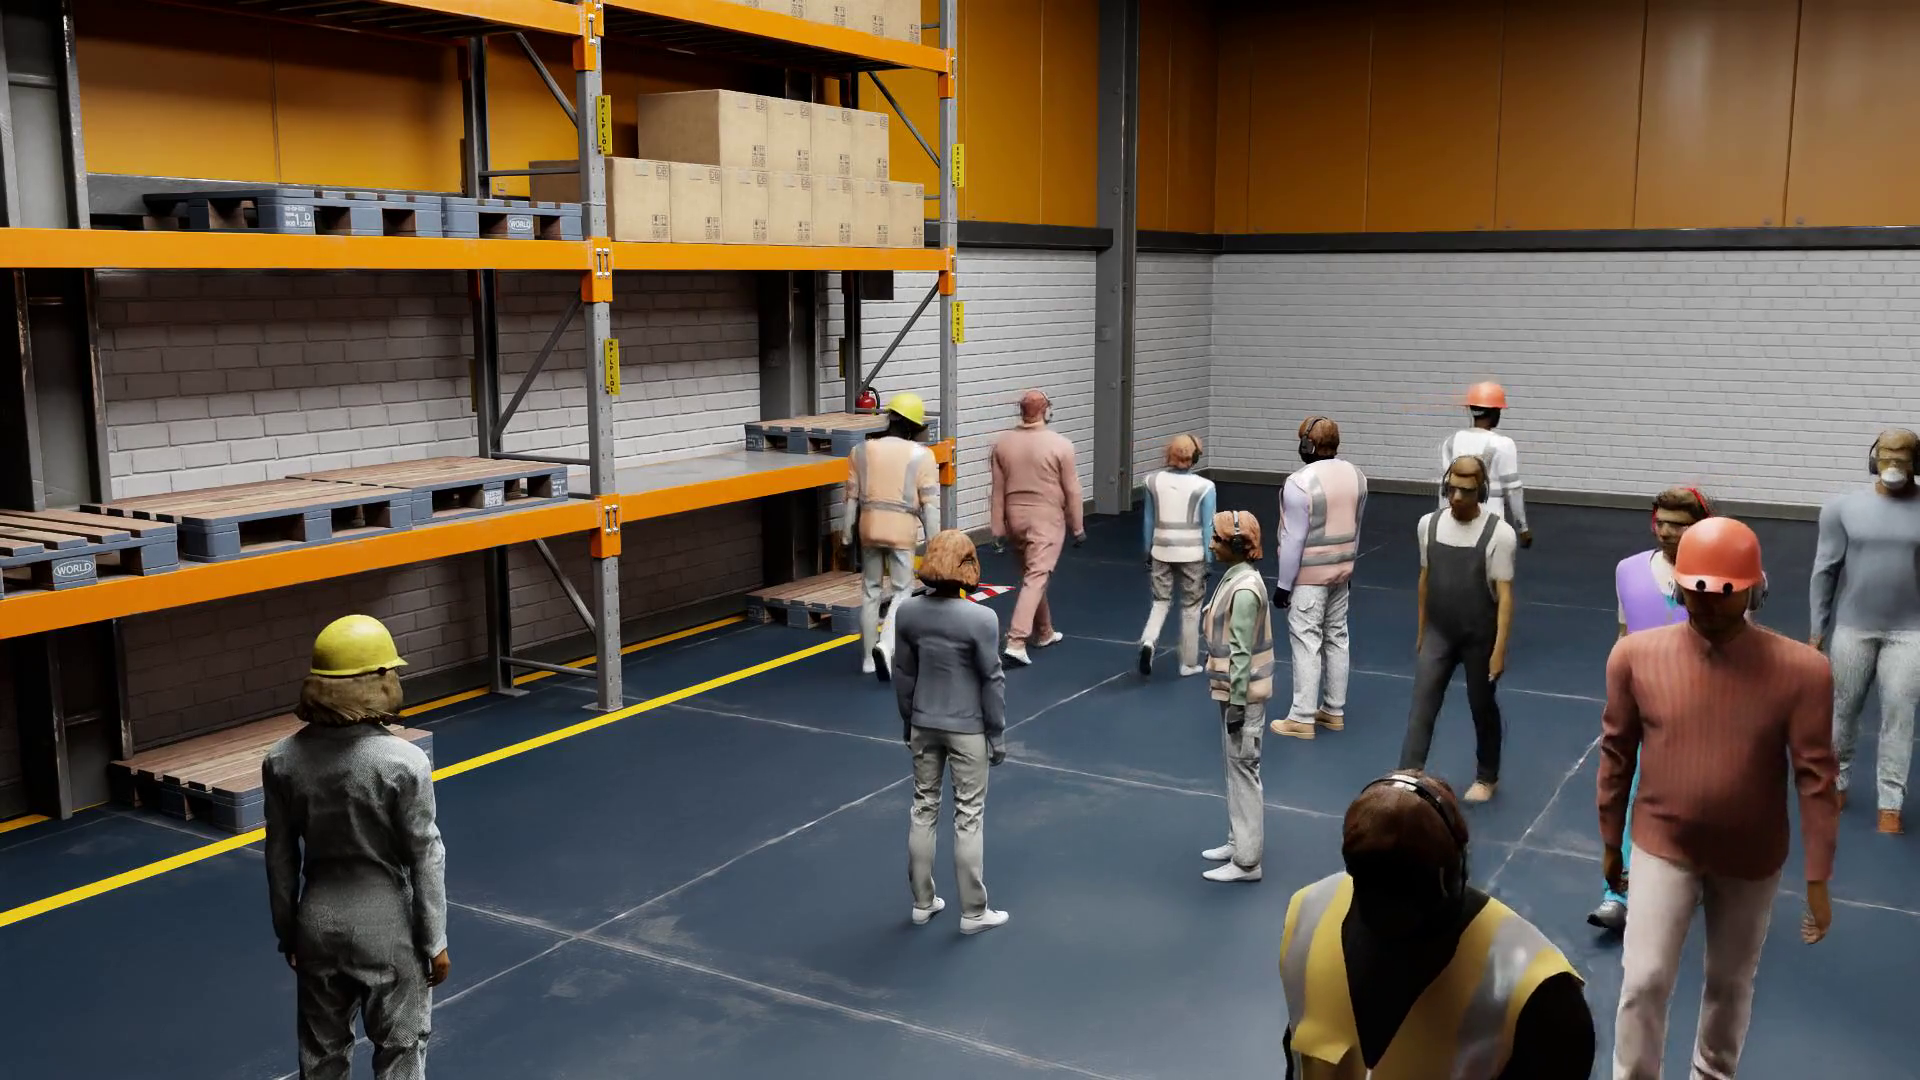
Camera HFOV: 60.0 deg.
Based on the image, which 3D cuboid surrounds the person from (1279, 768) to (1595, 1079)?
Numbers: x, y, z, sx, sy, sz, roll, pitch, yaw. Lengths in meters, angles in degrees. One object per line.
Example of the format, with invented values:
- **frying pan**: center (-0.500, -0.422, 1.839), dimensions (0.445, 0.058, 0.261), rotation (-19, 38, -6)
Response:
- **person**: center (0.844, 1.283, 3.069), dimensions (0.636, 1.786, 0.999), rotation (8, 12, 40)

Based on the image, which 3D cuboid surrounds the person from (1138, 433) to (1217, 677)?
- **person**: center (1.398, 0.118, 10.774), dimensions (0.524, 1.620, 0.550), rotation (5, 10, 29)

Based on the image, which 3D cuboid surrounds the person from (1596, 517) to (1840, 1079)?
- **person**: center (2.137, 0.918, 4.739), dimensions (0.637, 1.964, 0.797), rotation (4, 10, 23)

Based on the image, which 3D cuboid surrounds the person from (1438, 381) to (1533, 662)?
- **person**: center (3.641, -0.126, 11.393), dimensions (0.767, 1.911, 0.557), rotation (-5, 10, -29)

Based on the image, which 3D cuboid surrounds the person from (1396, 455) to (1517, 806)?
- **person**: center (2.405, 0.475, 8.063), dimensions (0.538, 1.781, 0.976), rotation (8, 12, 40)

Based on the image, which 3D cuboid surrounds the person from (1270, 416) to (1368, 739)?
- **person**: center (2.023, 0.212, 9.516), dimensions (0.621, 1.845, 0.429), rotation (-7, 11, -37)

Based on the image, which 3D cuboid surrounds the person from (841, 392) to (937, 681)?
- **person**: center (-0.486, -0.010, 10.784), dimensions (0.665, 1.884, 0.622), rotation (2, 9, 14)

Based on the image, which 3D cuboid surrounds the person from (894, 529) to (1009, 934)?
- **person**: center (-0.035, 0.767, 6.699), dimensions (0.497, 1.633, 0.287), rotation (6, 11, 31)

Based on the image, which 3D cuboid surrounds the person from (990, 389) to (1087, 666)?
- **person**: center (0.509, -0.099, 11.412), dimensions (0.631, 1.869, 0.995), rotation (6, 11, 35)

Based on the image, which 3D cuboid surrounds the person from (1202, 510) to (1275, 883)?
- **person**: center (1.213, 0.677, 7.277), dimensions (0.314, 1.629, 0.509), rotation (0, 9, 2)

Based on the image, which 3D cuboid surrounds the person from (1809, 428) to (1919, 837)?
- **person**: center (4.414, 0.421, 7.960), dimensions (0.638, 1.943, 0.419), rotation (5, 10, 29)

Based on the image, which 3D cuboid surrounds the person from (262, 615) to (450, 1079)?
- **person**: center (-1.614, 1.064, 4.512), dimensions (0.493, 1.741, 0.317), rotation (2, 9, 9)

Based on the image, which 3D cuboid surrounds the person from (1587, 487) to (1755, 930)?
- **person**: center (2.892, 0.680, 6.732), dimensions (0.590, 1.789, 0.983), rotation (8, 12, 41)
